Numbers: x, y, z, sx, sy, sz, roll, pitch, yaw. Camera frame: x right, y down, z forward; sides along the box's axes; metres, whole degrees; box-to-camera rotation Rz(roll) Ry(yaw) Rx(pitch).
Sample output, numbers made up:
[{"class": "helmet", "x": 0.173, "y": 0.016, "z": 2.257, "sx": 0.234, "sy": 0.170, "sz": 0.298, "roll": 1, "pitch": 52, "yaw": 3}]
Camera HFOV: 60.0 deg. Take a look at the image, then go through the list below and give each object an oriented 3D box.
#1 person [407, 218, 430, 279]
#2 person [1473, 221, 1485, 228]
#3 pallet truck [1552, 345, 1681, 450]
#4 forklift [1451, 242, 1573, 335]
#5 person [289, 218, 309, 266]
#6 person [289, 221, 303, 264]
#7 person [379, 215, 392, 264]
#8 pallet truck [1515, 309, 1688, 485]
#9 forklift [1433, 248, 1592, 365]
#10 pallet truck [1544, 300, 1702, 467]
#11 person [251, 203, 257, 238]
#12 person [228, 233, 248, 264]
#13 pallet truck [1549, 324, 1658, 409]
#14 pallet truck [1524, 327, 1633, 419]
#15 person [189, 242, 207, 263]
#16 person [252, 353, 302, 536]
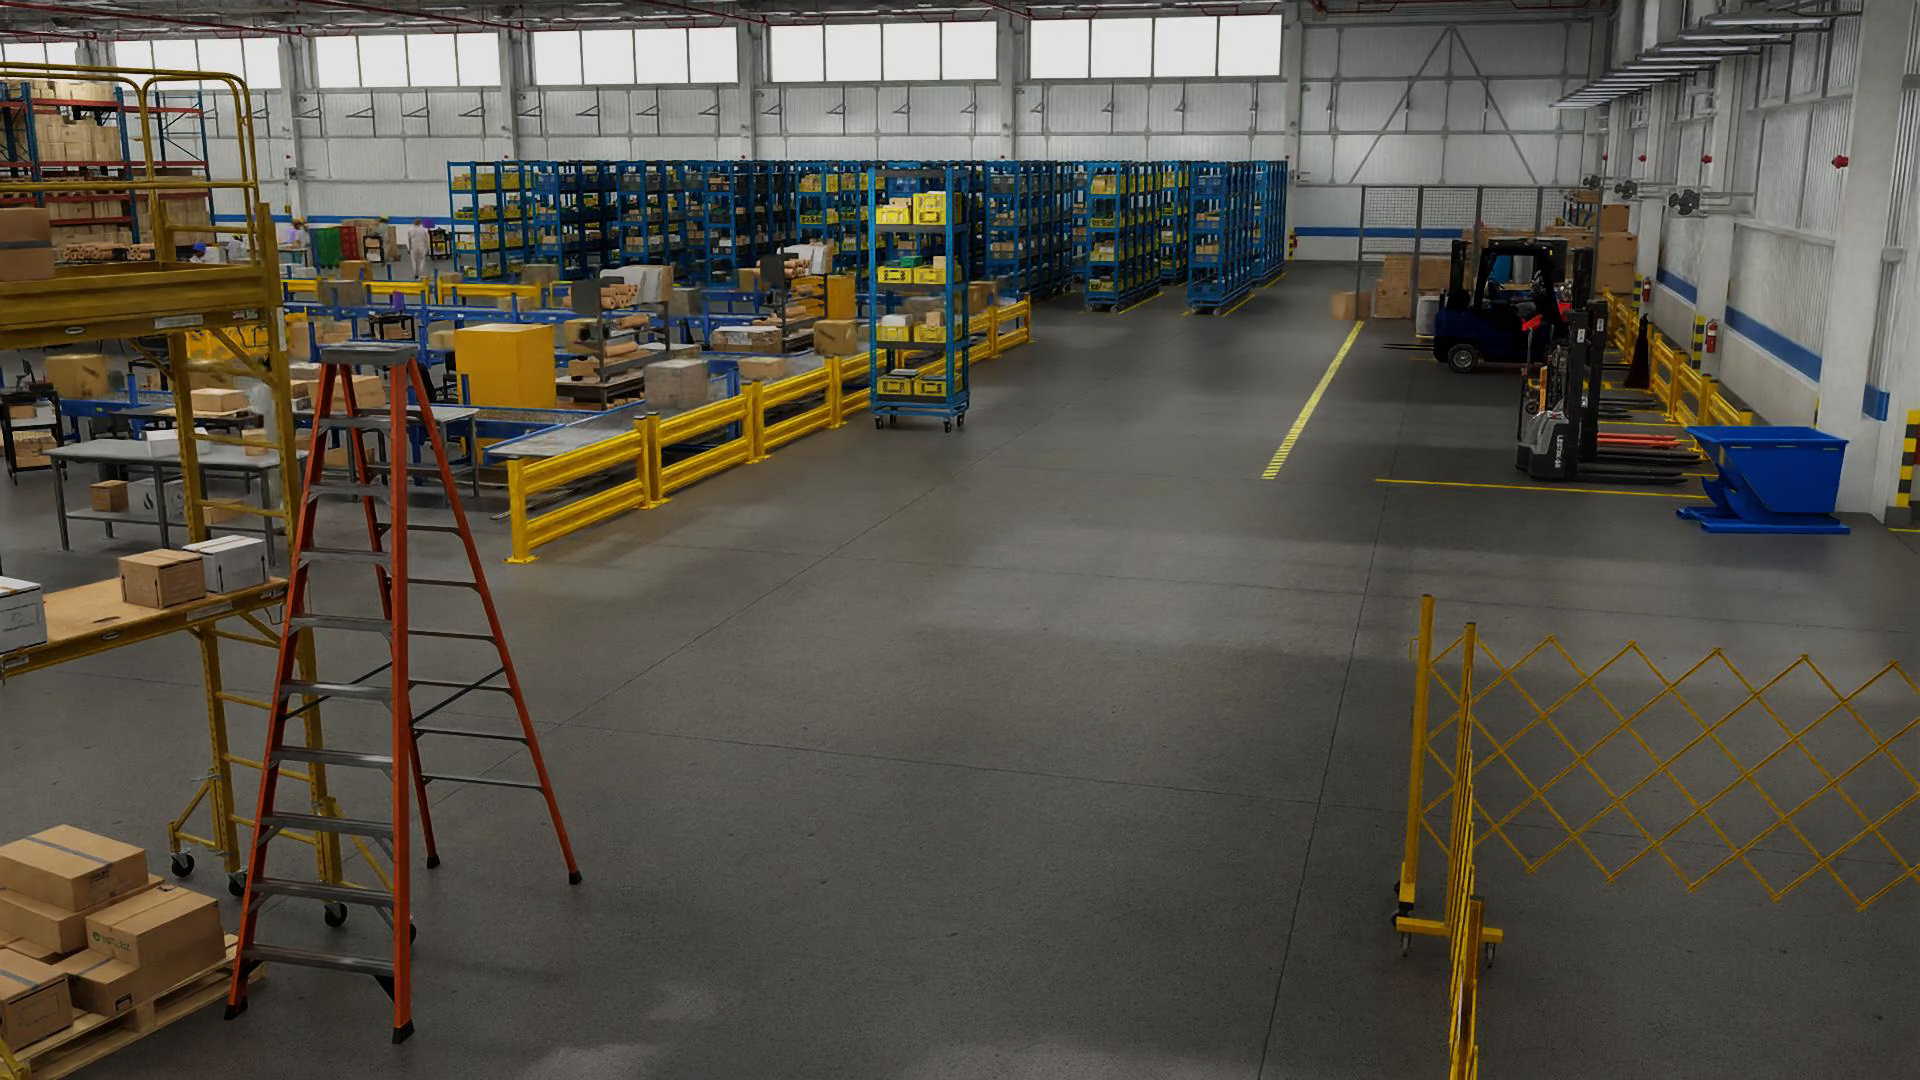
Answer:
[{"class": "person", "x": -16.718, "y": -8.997, "z": 51.356, "sx": 0.684, "sy": 1.857, "sz": 0.956, "roll": -4, "pitch": 14, "yaw": -18}, {"class": "person", "x": 14.287, "y": -7.839, "z": 46.065, "sx": 0.394, "sy": 1.994, "sz": 0.612, "roll": 6, "pitch": 14, "yaw": 25}, {"class": "pallet truck", "x": 8.641, "y": -1.896, "z": 21.908, "sx": 1.630, "sy": 1.274, "sz": 0.653, "roll": 4, "pitch": 14, "yaw": 16}, {"class": "forklift", "x": 10.464, "y": -4.597, "z": 31.405, "sx": 2.680, "sy": 1.987, "sz": 1.157, "roll": 4, "pitch": 14, "yaw": 16}, {"class": "person", "x": -21.866, "y": -9.759, "z": 54.974, "sx": 0.731, "sy": 1.725, "sz": 0.574, "roll": 11, "pitch": 17, "yaw": 40}, {"class": "person", "x": -20.350, "y": -8.876, "z": 50.966, "sx": 0.425, "sy": 1.804, "sz": 0.729, "roll": -9, "pitch": 16, "yaw": -34}, {"class": "person", "x": -20.190, "y": -10.518, "z": 58.212, "sx": 0.508, "sy": 1.723, "sz": 0.497, "roll": 11, "pitch": 17, "yaw": 39}, {"class": "pallet truck", "x": 7.554, "y": -1.677, "z": 19.446, "sx": 1.885, "sy": 1.965, "sz": 0.823, "roll": 3, "pitch": 13, "yaw": 14}, {"class": "forklift", "x": 9.780, "y": -4.111, "z": 29.280, "sx": 2.680, "sy": 1.987, "sz": 1.157, "roll": 3, "pitch": 13, "yaw": 14}, {"class": "pallet truck", "x": 8.263, "y": -1.952, "z": 20.631, "sx": 1.885, "sy": 1.965, "sz": 0.823, "roll": 5, "pitch": 14, "yaw": 20}, {"class": "person", "x": -27.928, "y": -12.435, "z": 66.152, "sx": 0.978, "sy": 1.892, "sz": 0.563, "roll": 5, "pitch": 14, "yaw": 22}, {"class": "person", "x": -19.191, "y": -7.363, "z": 44.365, "sx": 0.599, "sy": 1.832, "sz": 0.404, "roll": 6, "pitch": 14, "yaw": 24}, {"class": "pallet truck", "x": 9.824, "y": -2.669, "z": 25.407, "sx": 1.601, "sy": 1.201, "sz": 0.680, "roll": 4, "pitch": 14, "yaw": 16}, {"class": "pallet truck", "x": 9.065, "y": -2.460, "z": 24.370, "sx": 1.522, "sy": 1.261, "sz": 0.704, "roll": 3, "pitch": 13, "yaw": 14}, {"class": "person", "x": -16.570, "y": -5.485, "z": 36.090, "sx": 0.587, "sy": 1.914, "sz": 0.830, "roll": -5, "pitch": 14, "yaw": -19}, {"class": "person", "x": -6.815, "y": -0.944, "z": 16.606, "sx": 0.419, "sy": 1.854, "sz": 0.525, "roll": 7, "pitch": 15, "yaw": 26}]
